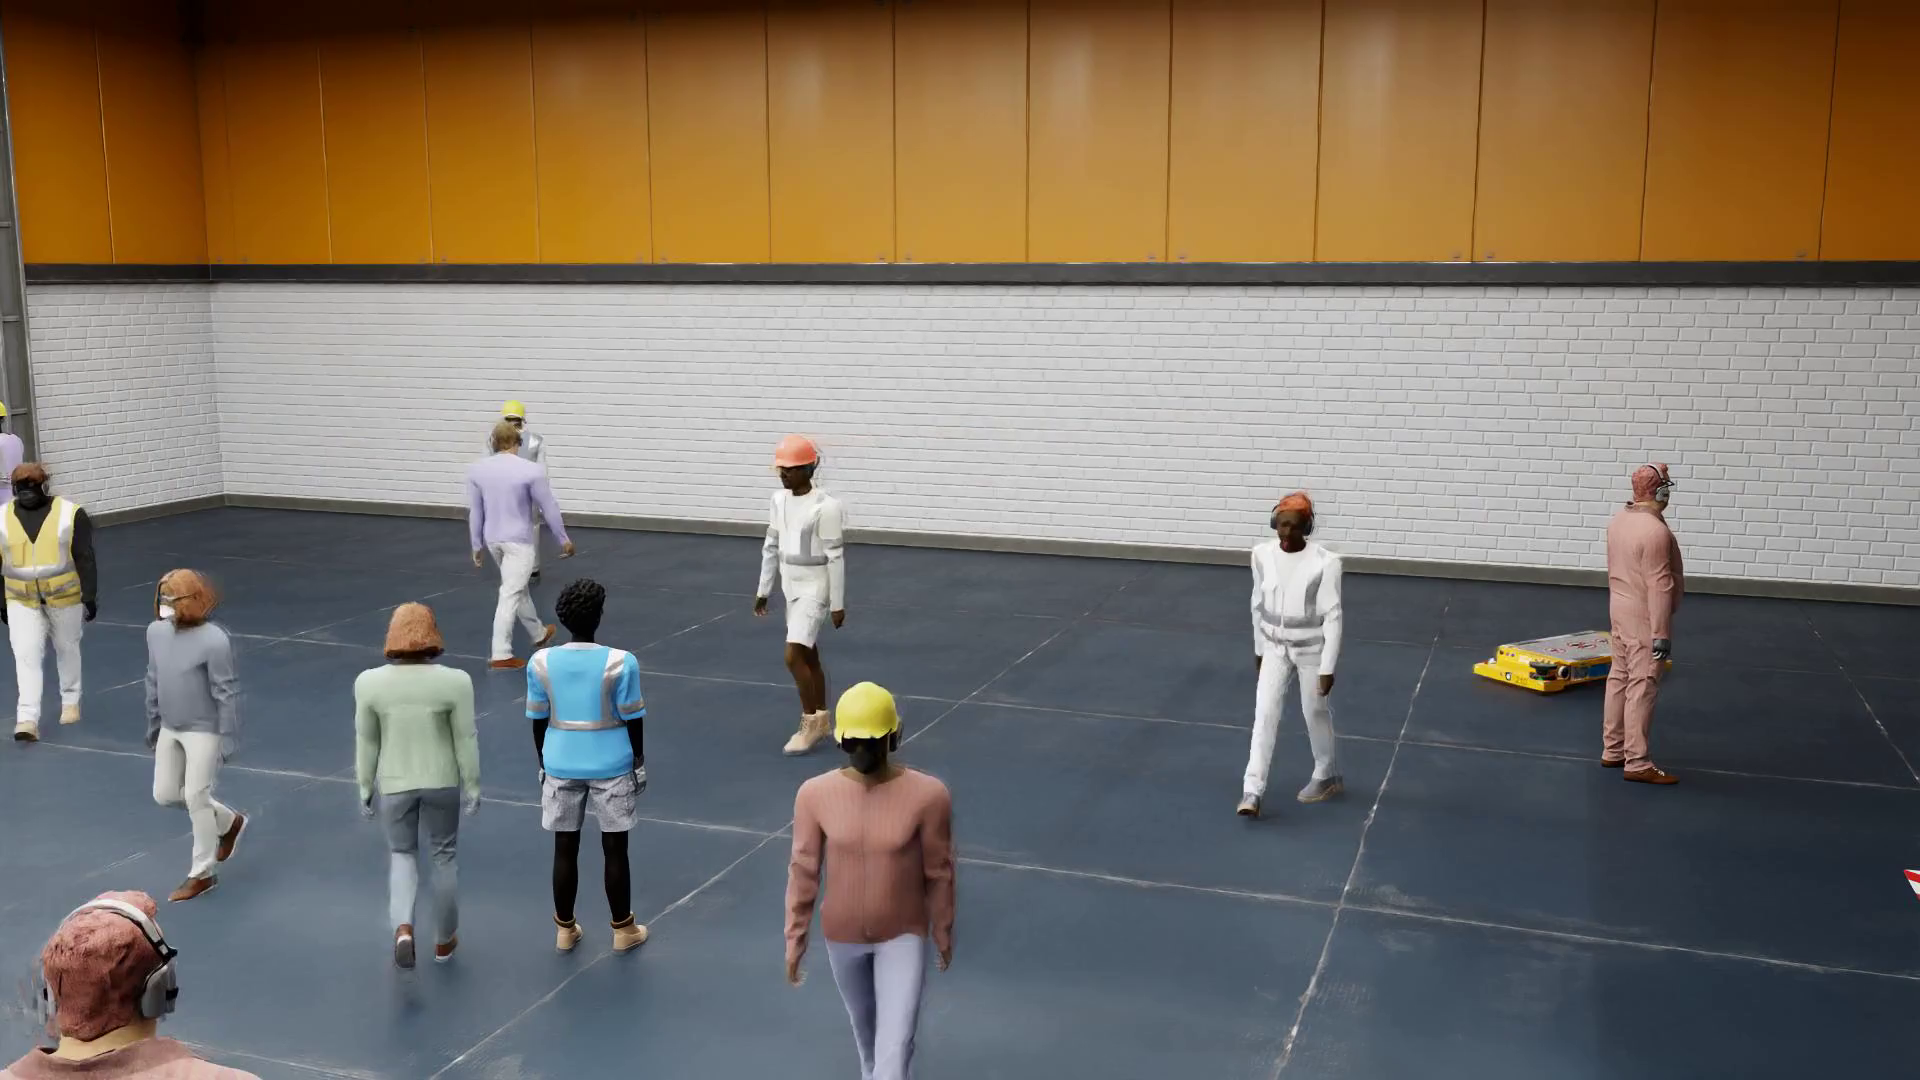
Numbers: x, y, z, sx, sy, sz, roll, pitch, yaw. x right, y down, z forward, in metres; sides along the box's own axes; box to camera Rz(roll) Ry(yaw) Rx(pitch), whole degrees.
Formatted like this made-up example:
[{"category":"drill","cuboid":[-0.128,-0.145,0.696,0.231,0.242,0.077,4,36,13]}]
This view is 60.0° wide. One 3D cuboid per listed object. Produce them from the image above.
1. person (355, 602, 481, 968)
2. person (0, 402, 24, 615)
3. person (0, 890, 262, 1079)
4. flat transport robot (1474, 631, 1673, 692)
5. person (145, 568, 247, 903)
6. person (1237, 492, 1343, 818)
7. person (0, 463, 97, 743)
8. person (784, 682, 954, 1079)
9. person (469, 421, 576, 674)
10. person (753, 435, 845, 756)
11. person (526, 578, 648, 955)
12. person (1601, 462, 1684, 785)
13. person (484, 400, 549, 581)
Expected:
[{"category":"person","cuboid":[-2.338,1.078,7.184,0.519,1.613,0.507,-2,9,-10]},{"category":"person","cuboid":[-8.496,-0.295,14.746,0.381,1.928,0.587,-1,9,-3]},{"category":"person","cuboid":[-1.545,1.584,3.200,0.678,1.887,0.540,0,9,-2]},{"category":"flat transport robot","cuboid":[4.616,0.895,12.490,1.431,0.197,0.652,-5,11,-30]},{"category":"person","cuboid":[-3.720,0.922,8.133,0.524,1.617,0.488,4,10,23]},{"category":"person","cuboid":[1.849,0.634,9.261,0.613,1.826,1.003,7,12,38]},{"category":"person","cuboid":[-5.993,0.393,10.883,0.641,1.791,0.953,-3,10,-19]},{"category":"person","cuboid":[-0.301,1.305,5.453,0.541,1.713,0.948,1,9,8]},{"category":"person","cuboid":[-3.385,0.028,12.856,0.680,1.881,0.986,4,10,25]},{"category":"person","cuboid":[-1.041,0.344,10.509,0.659,2.021,0.634,-7,12,-37]},{"category":"person","cuboid":[-1.641,1.008,7.375,0.535,1.700,0.318,1,9,5]},{"category":"person","cuboid":[4.099,0.490,9.944,0.409,1.908,0.647,0,9,-2]},{"category":"person","cuboid":[-4.281,-0.455,16.111,0.621,1.801,0.821,-2,9,-11]}]
